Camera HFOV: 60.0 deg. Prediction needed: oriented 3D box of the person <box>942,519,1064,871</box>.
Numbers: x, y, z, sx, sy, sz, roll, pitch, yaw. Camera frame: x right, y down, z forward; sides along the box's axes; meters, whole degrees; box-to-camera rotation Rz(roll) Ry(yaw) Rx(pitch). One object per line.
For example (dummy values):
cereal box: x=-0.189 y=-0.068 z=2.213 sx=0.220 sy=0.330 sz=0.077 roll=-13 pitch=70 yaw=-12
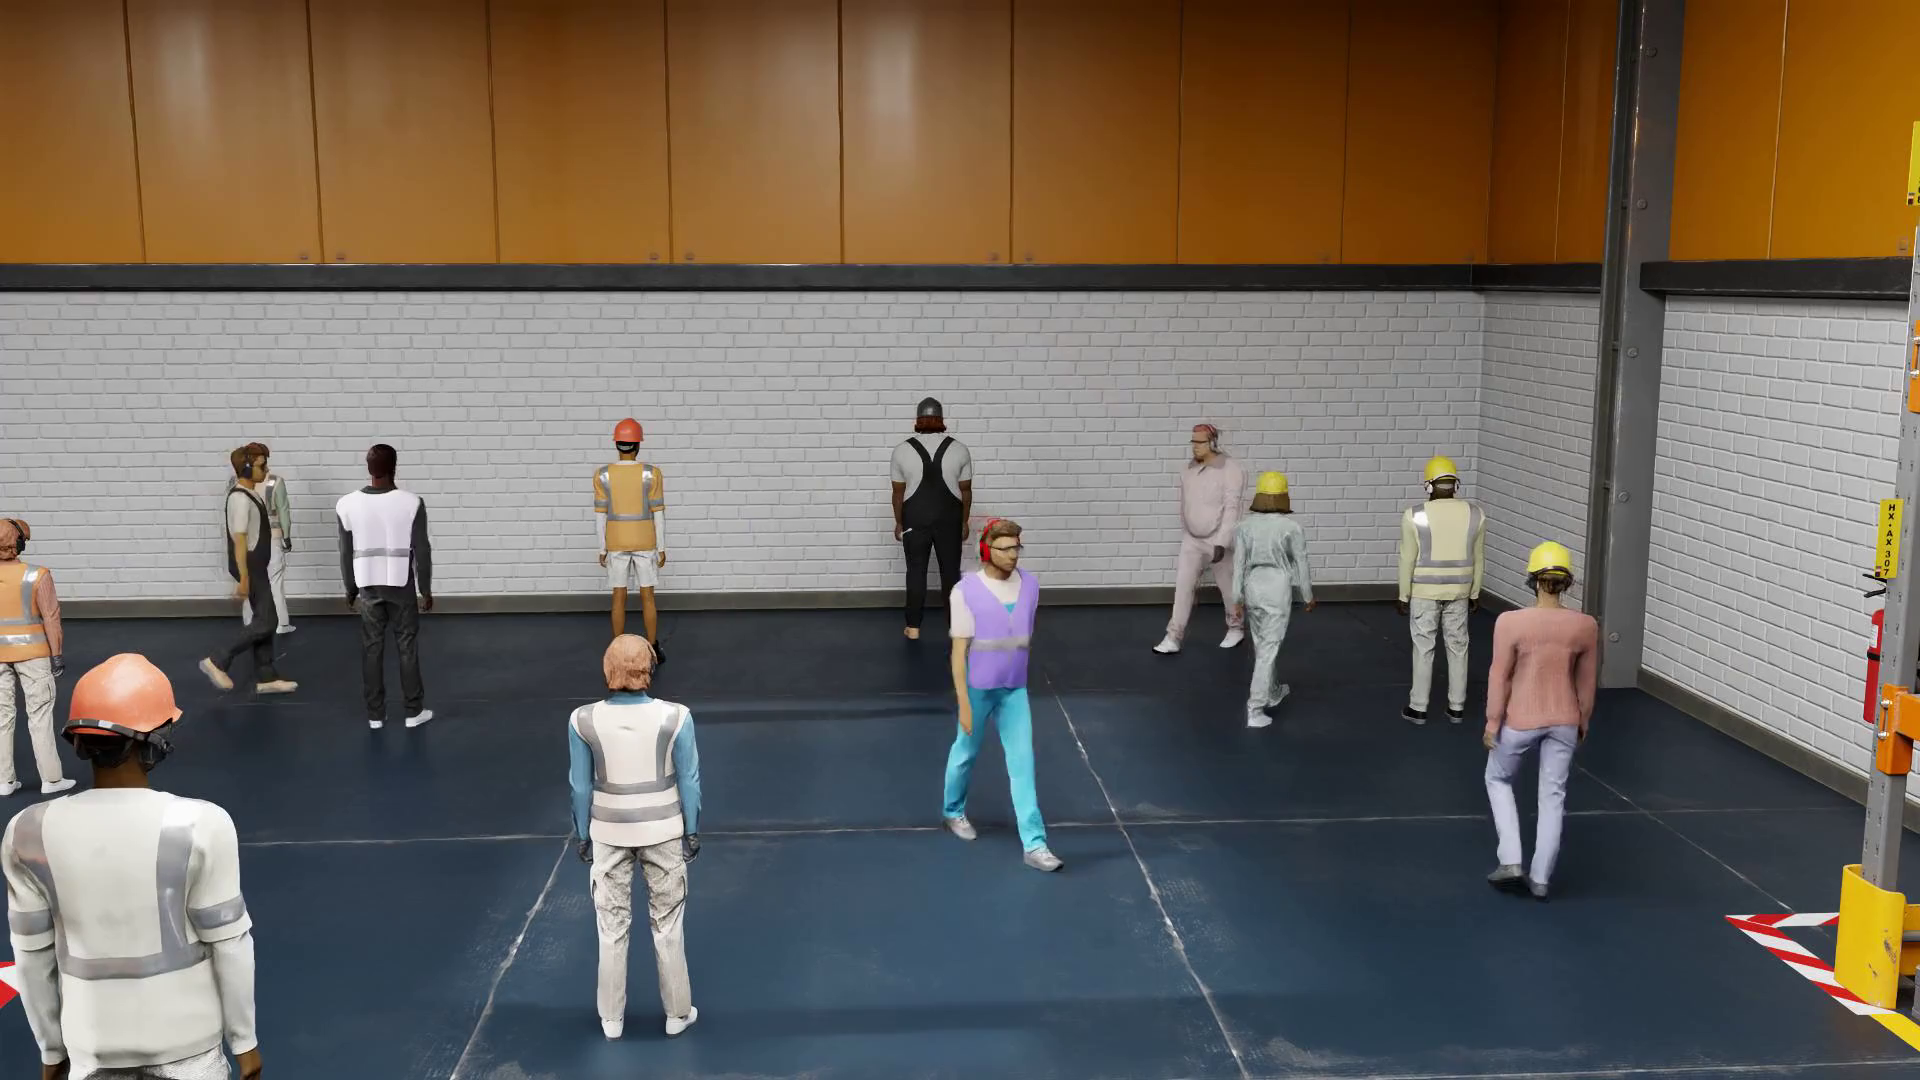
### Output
person: x=0.175 y=0.771 z=8.670 sx=0.580 sy=1.792 sz=0.991 roll=-6 pitch=11 yaw=-33

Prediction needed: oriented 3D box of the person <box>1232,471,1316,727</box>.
person: x=2.150 y=0.384 z=11.370 sx=0.503 sy=1.704 sz=0.889 roll=7 pitch=11 yaw=37

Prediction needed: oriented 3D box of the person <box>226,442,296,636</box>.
person: x=-5.877 y=-0.001 z=13.979 sx=0.510 sy=1.640 sz=0.308 roll=-1 pitch=9 yaw=-4

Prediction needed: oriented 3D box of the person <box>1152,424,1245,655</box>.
person: x=1.977 y=-0.006 z=13.352 sx=0.640 sy=1.855 sz=0.984 roll=8 pitch=12 yaw=42

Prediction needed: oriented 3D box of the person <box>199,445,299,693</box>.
person: x=-5.132 y=0.230 z=11.939 sx=0.555 sy=1.830 sz=0.514 roll=-3 pitch=10 yaw=-21

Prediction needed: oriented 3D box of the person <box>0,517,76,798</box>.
person: x=-5.465 y=0.688 z=9.655 sx=0.510 sy=1.640 sz=0.308 roll=-1 pitch=9 yaw=-4

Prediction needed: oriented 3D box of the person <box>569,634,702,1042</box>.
person: x=-1.276 y=1.178 z=6.579 sx=0.510 sy=1.639 sz=0.308 roll=-1 pitch=9 yaw=-4

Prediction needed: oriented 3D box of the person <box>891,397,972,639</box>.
person: x=-0.243 y=-0.192 z=13.925 sx=0.679 sy=2.000 sz=0.537 roll=-1 pitch=9 yaw=-4

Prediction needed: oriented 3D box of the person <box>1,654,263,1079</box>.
person: x=-2.187 y=1.312 z=4.472 sx=0.606 sy=2.044 sz=0.374 roll=-1 pitch=9 yaw=-4

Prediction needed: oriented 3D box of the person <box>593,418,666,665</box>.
person: x=-2.541 y=0.028 z=12.863 sx=0.542 sy=1.938 sz=0.357 roll=-1 pitch=9 yaw=-4

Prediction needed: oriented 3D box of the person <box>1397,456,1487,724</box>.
person: x=3.237 y=0.342 z=11.246 sx=0.586 sy=1.825 sz=0.403 roll=-1 pitch=9 yaw=-4

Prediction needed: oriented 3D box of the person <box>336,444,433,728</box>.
person: x=-3.837 y=0.317 z=11.146 sx=0.604 sy=1.912 sz=0.389 roll=-1 pitch=9 yaw=-4

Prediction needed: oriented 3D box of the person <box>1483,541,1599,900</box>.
person: x=2.811 y=0.875 z=8.101 sx=0.559 sy=1.750 sz=0.410 roll=0 pitch=9 yaw=-2
